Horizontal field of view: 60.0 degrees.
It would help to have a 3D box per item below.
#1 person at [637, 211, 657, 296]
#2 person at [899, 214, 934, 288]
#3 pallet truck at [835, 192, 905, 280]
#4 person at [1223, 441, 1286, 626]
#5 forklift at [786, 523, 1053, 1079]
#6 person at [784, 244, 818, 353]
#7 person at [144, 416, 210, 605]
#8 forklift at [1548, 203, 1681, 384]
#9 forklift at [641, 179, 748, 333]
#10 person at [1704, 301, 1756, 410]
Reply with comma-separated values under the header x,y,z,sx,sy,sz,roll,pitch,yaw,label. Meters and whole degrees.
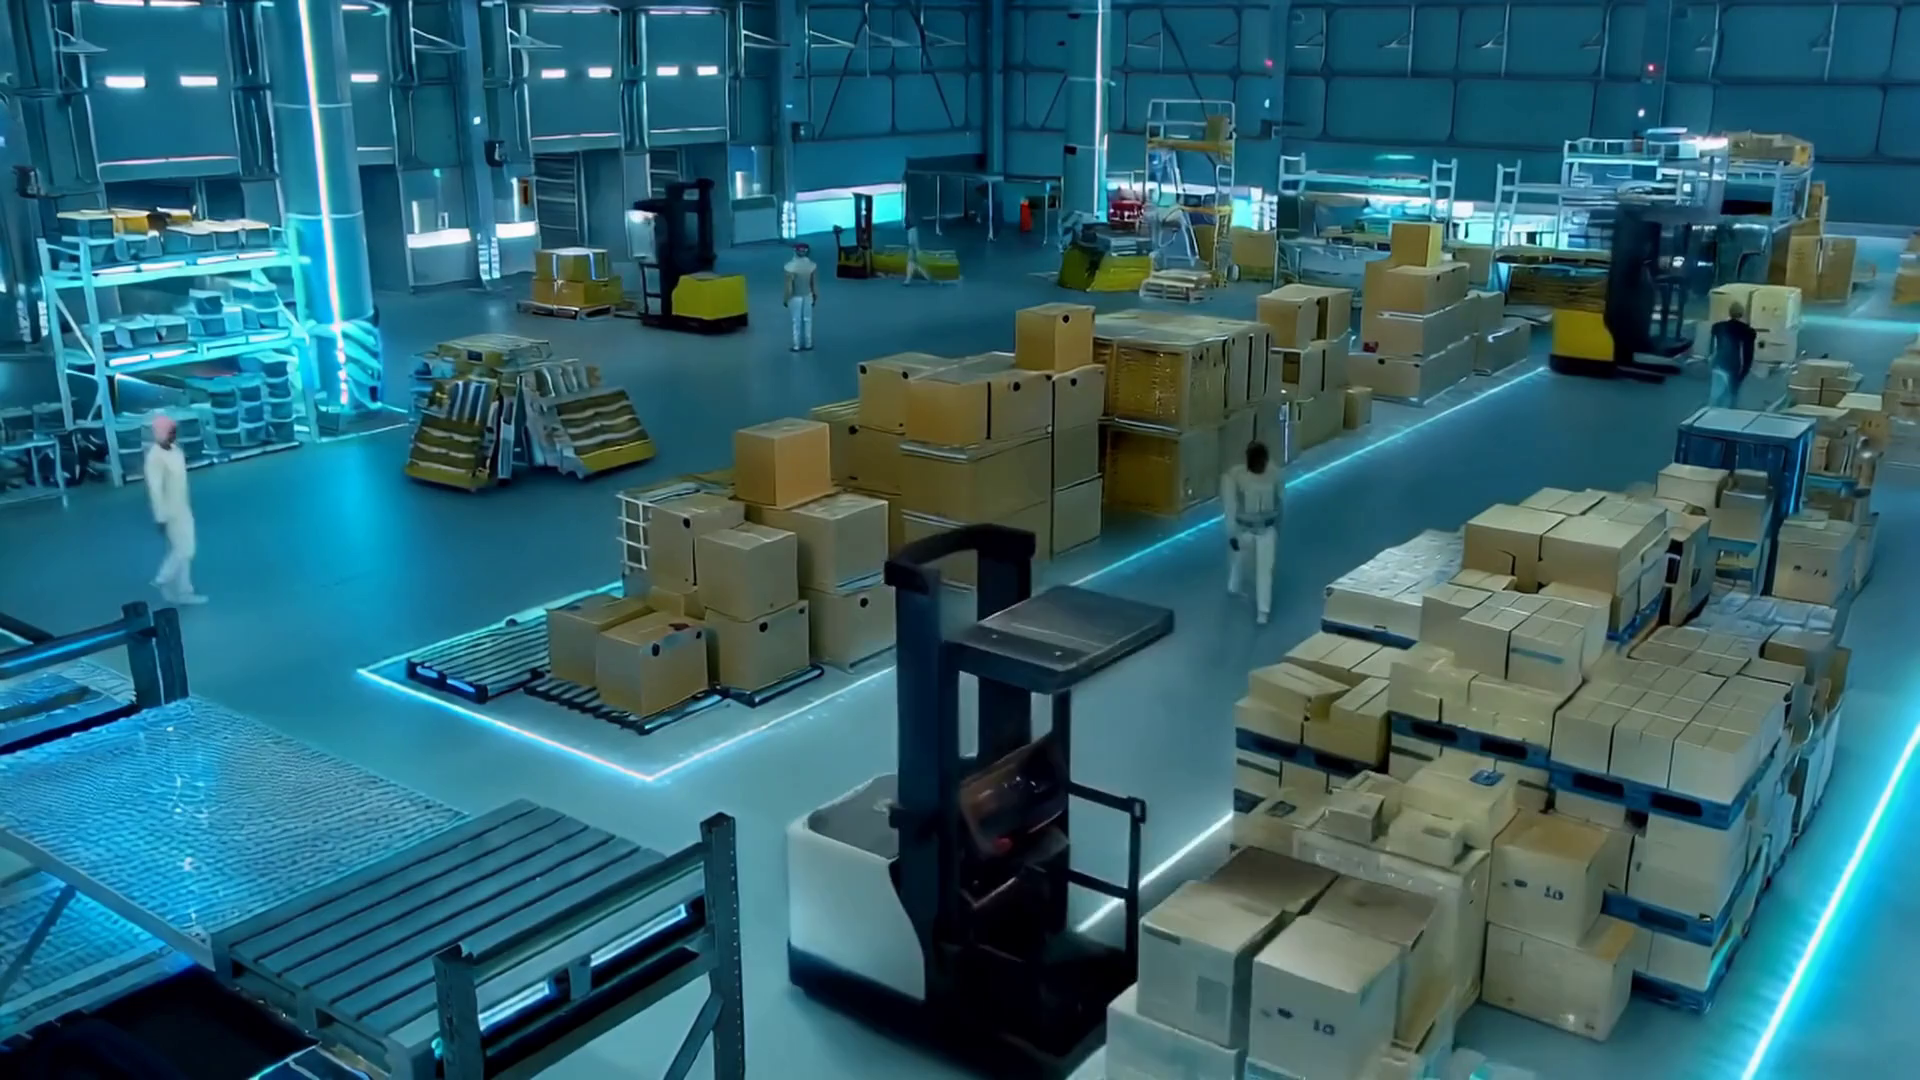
x,y,z,sx,sy,sz,roll,pitch,yaw,label
-6.793,-6.261,36.158,0.426,1.907,0.607,-5,18,-16,person
-0.978,-6.464,37.252,0.706,1.677,0.537,-1,17,-4,person
-1.936,-7.159,38.982,1.885,1.965,0.823,-12,21,-34,pallet truck
2.826,-0.129,16.078,0.643,1.792,0.801,-1,17,-4,person
0.005,1.350,9.304,1.873,2.768,1.129,12,21,35,forklift
-2.837,-4.308,29.668,0.637,1.929,0.368,-9,19,-28,person
-7.703,-0.271,16.296,0.459,1.923,0.651,-1,17,-3,person
10.914,-4.121,27.419,1.873,2.768,1.129,12,21,35,forklift
-5.130,-5.487,31.942,1.873,2.768,1.129,12,21,35,forklift
10.744,-2.379,23.324,0.633,1.910,0.853,14,22,39,person
